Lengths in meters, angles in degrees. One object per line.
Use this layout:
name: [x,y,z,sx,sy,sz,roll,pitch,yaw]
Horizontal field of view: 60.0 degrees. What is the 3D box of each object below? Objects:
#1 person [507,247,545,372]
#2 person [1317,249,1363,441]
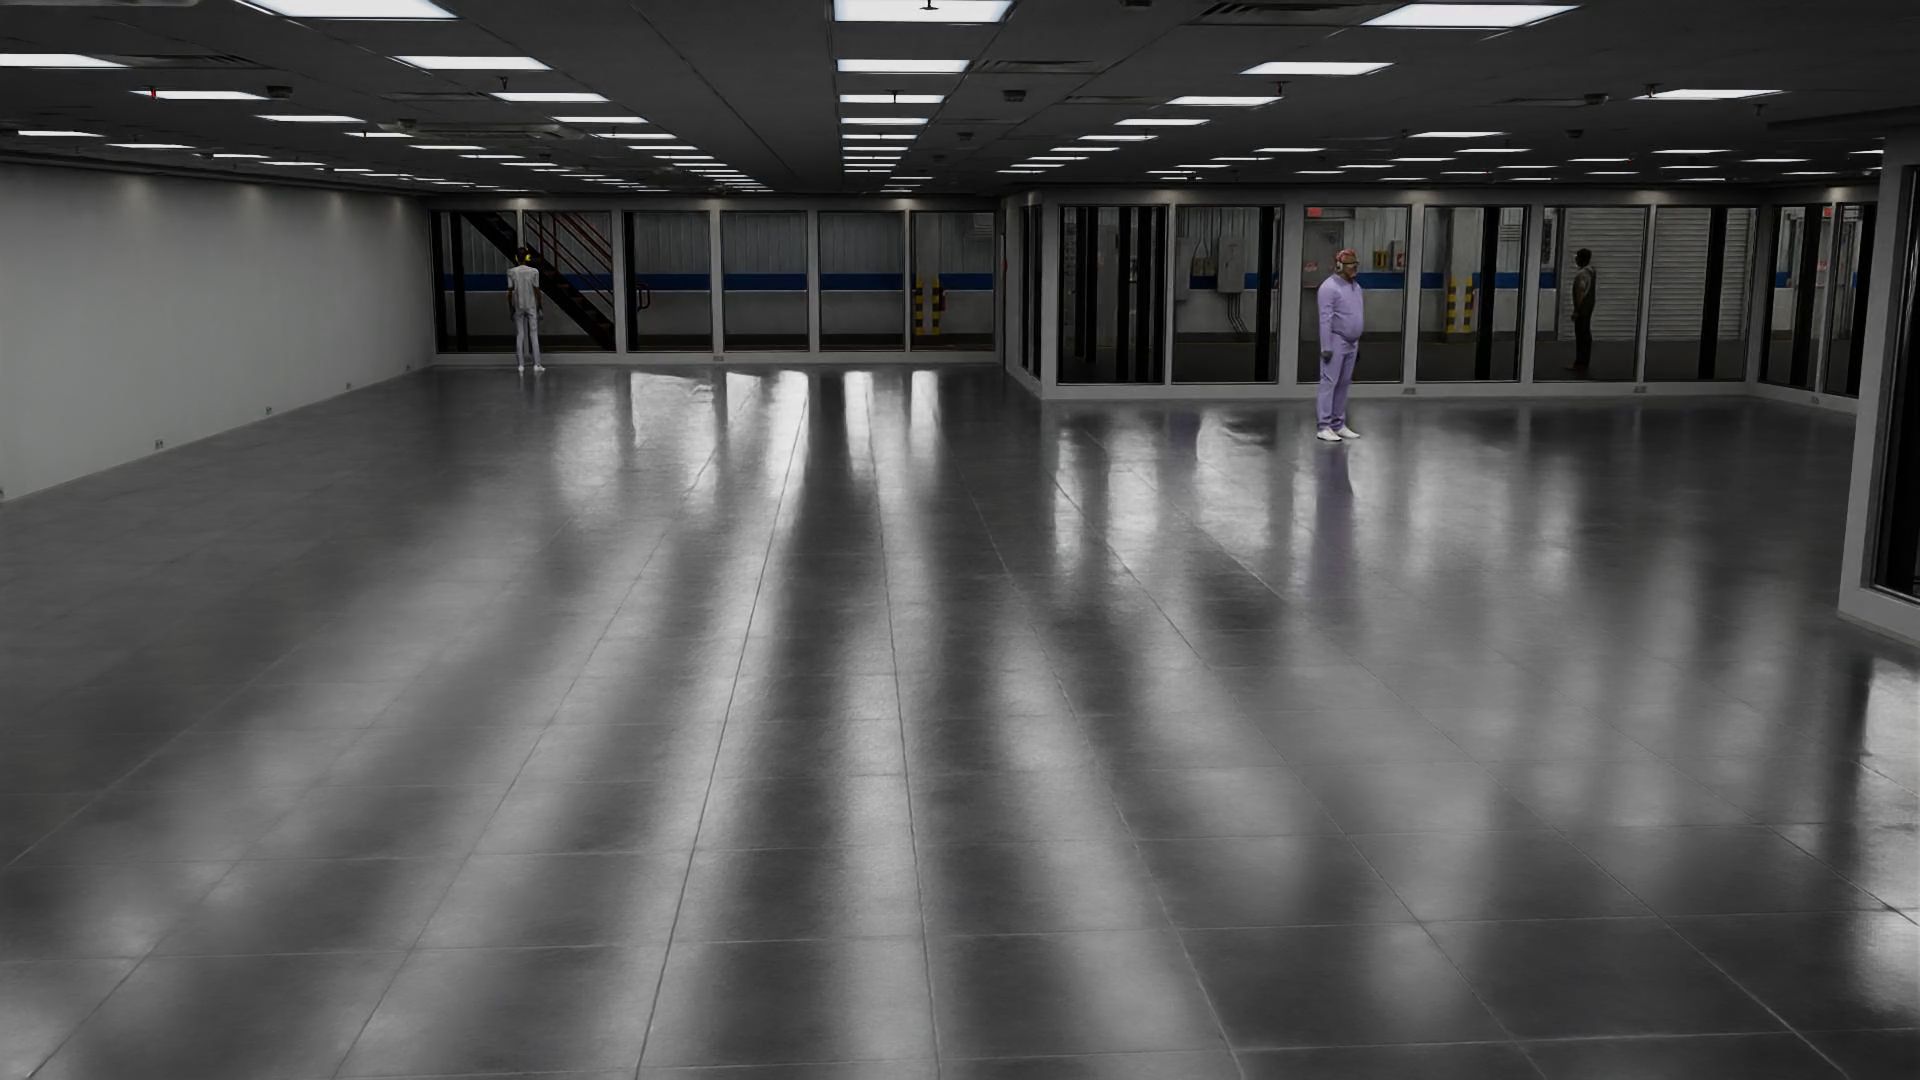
person: [-6.490,-3.438,24.852,0.515,1.865,0.329,0,11,-1]
person: [3.847,-1.956,16.733,0.402,1.911,0.639,10,15,43]
